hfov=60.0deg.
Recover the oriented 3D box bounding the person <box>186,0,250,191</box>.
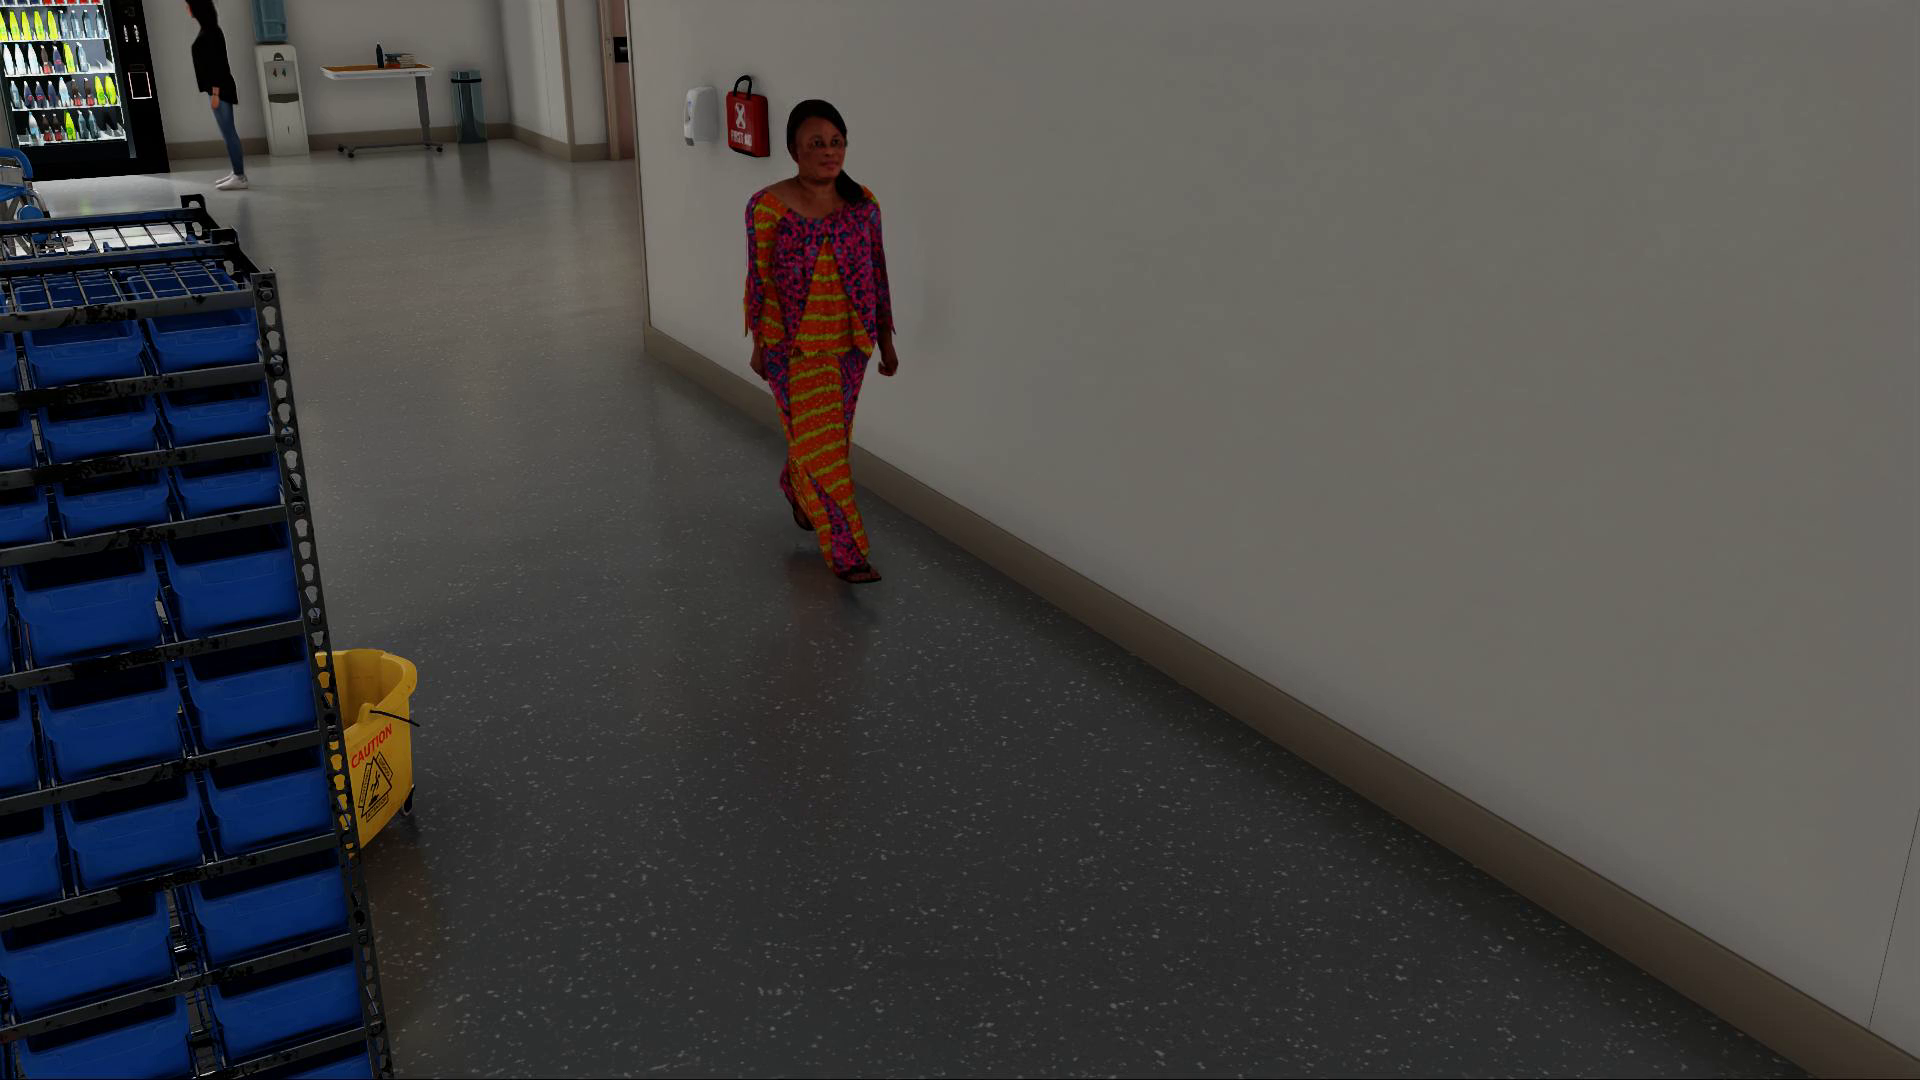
[{"bbox_3d":[-6.281,-3.824,14.104,0.567,1.644,0.610,-7,22,-19],"label":"person"}]

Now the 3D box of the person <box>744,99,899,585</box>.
[{"bbox_3d":[-0.511,-0.730,5.901,1.087,1.668,0.701,-11,23,-26],"label":"person"}]
